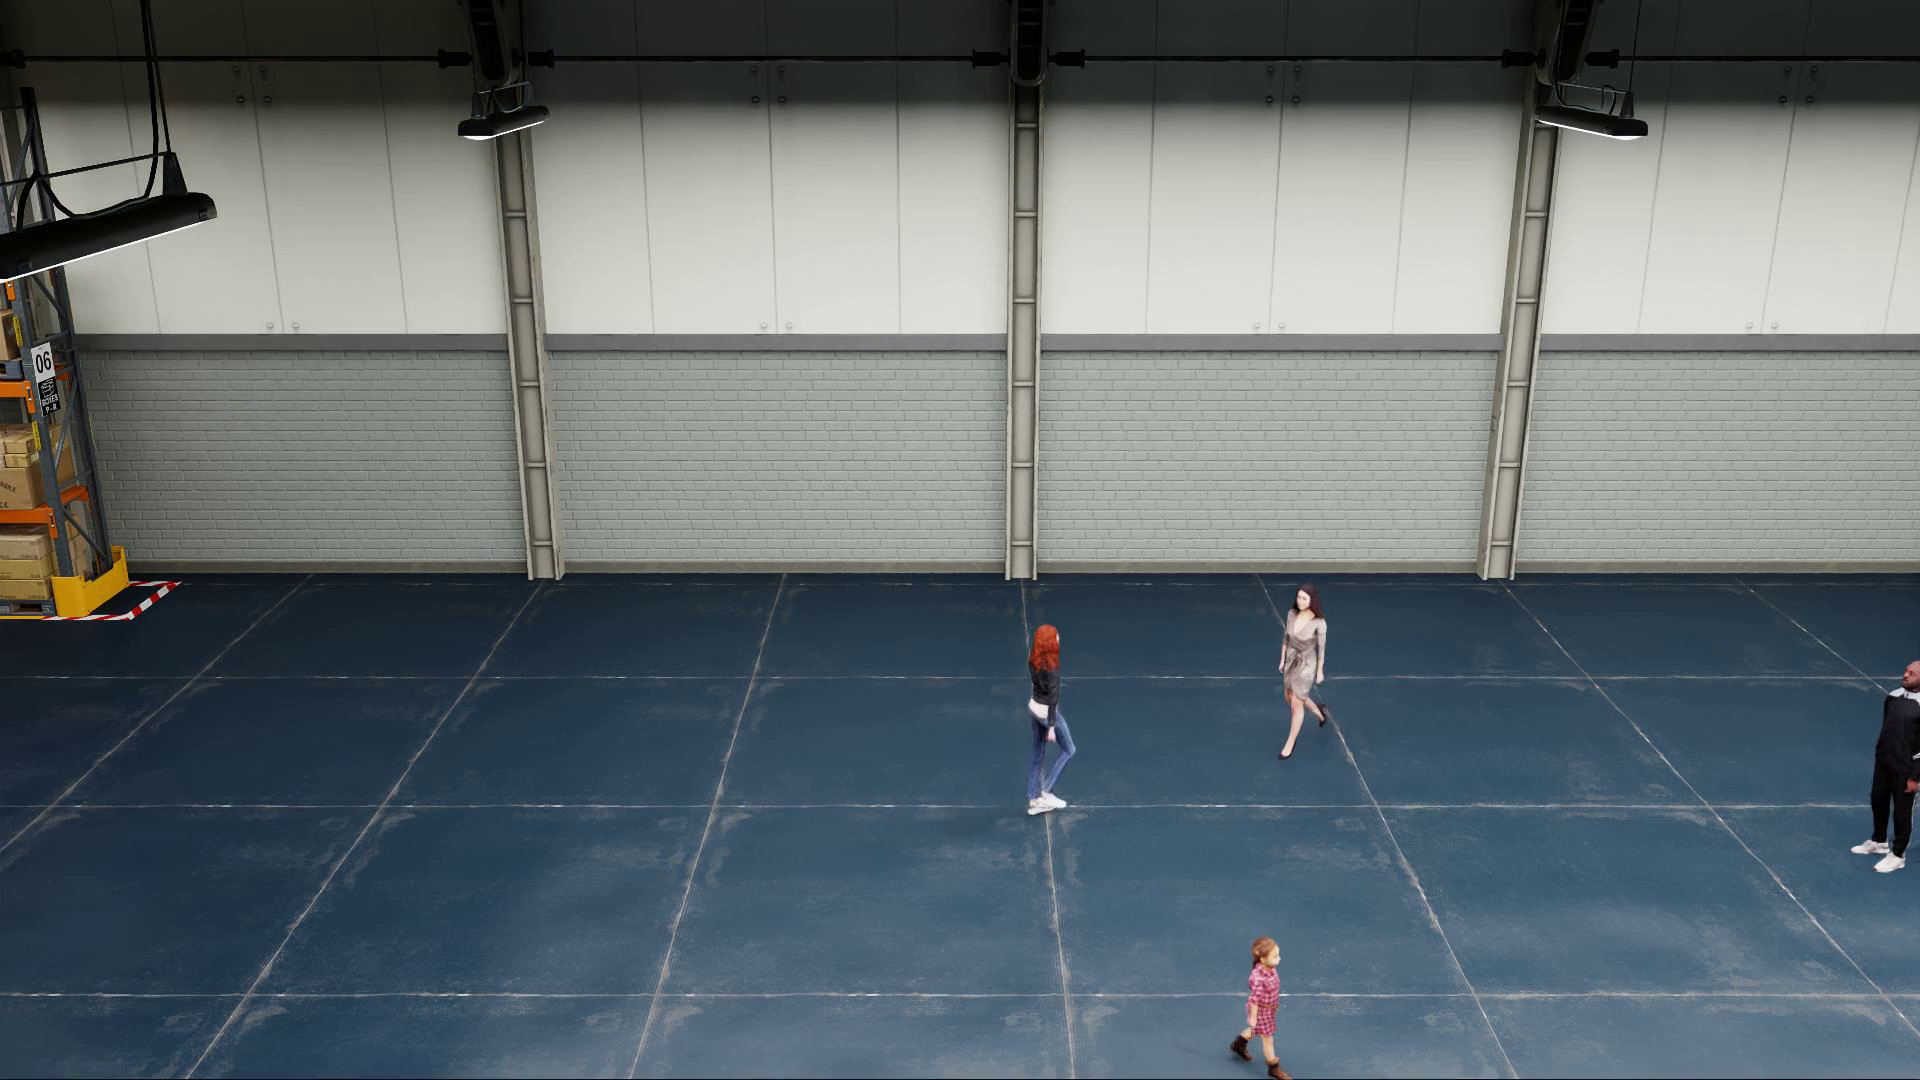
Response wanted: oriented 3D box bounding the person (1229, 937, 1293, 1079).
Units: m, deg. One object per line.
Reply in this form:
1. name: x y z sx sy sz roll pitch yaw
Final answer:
1. person: 2.007 3.120 11.200 0.757 1.014 0.633 11 21 30

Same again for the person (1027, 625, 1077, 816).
1. person: 0.668 1.605 14.620 0.761 1.778 0.708 -8 20 -22

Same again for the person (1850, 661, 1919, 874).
1. person: 7.832 1.840 13.802 0.629 1.838 0.712 -4 18 -11

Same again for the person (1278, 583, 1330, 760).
1. person: 3.296 1.220 15.886 1.088 1.726 0.985 -15 24 -39
